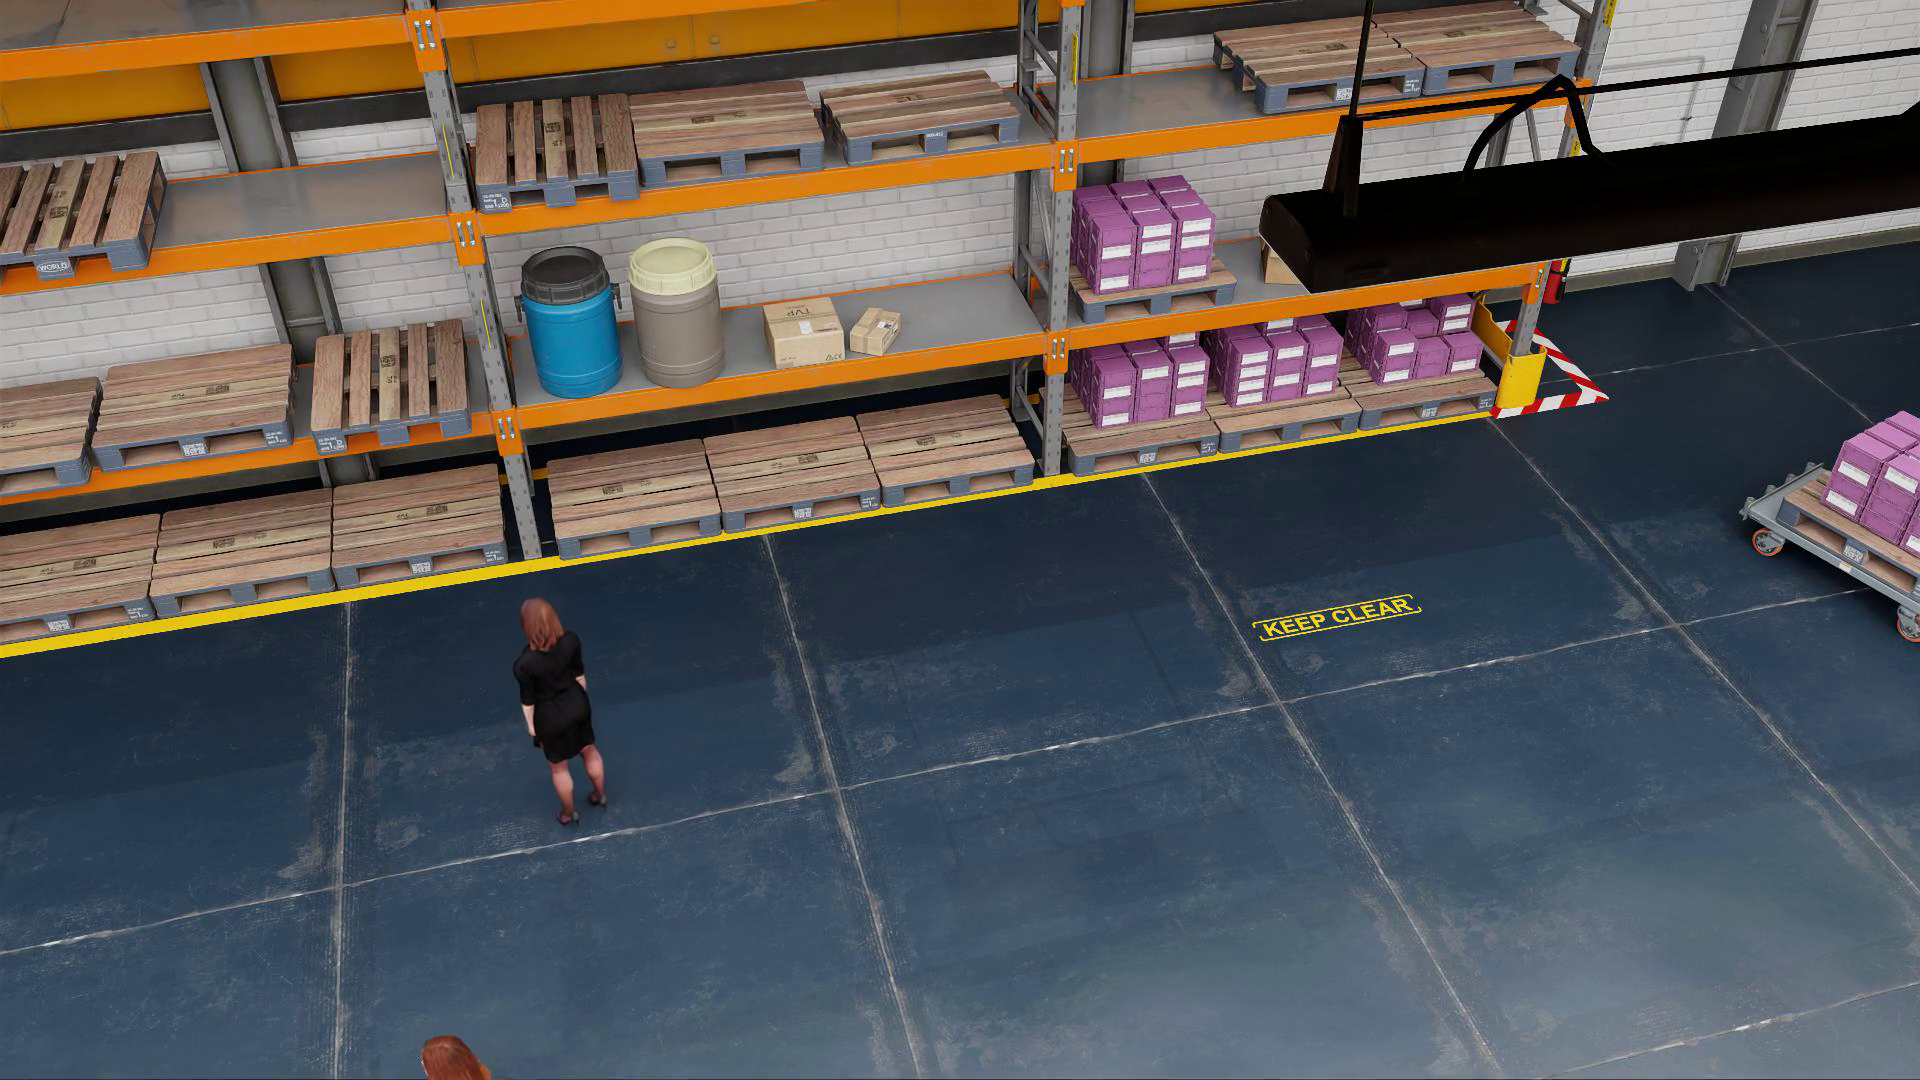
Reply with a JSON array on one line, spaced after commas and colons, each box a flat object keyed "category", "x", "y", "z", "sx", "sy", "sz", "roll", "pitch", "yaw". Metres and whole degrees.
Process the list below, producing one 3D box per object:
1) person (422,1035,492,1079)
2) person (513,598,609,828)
[{"category": "person", "x": -2.073, "y": 2.792, "z": 7.536, "sx": 0.700, "sy": 1.715, "sz": 0.600, "roll": -5, "pitch": 39, "yaw": -6}, {"category": "person", "x": -2.339, "y": 1.023, "z": 9.761, "sx": 0.595, "sy": 1.702, "sz": 0.715, "roll": -32, "pitch": 48, "yaw": -33}]
